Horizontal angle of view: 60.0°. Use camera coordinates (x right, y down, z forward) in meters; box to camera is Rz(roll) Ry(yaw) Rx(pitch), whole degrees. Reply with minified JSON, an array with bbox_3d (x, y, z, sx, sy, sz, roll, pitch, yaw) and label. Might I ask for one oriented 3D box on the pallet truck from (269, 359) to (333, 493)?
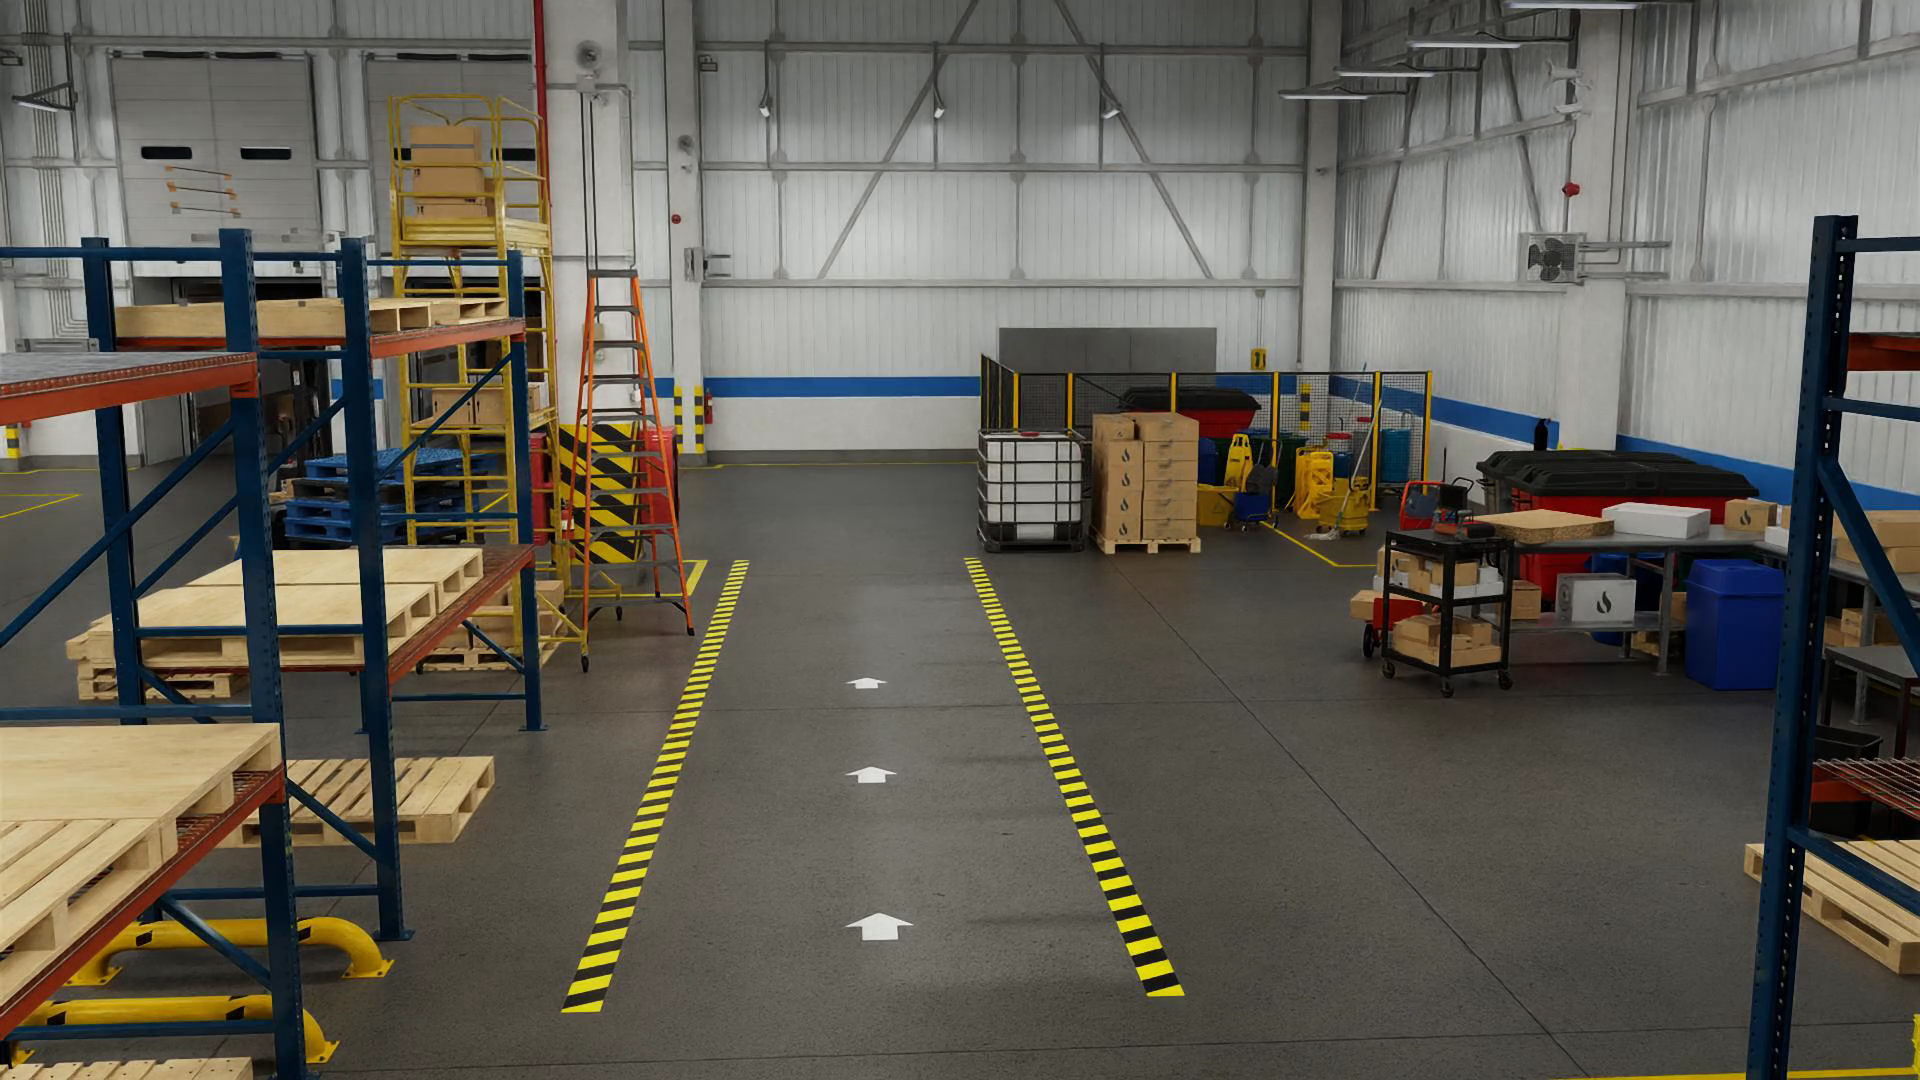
[{"bbox_3d":[-7.062,-1.131,18.996,1.885,1.965,0.823,2,9,13],"label":"pallet truck"}]
